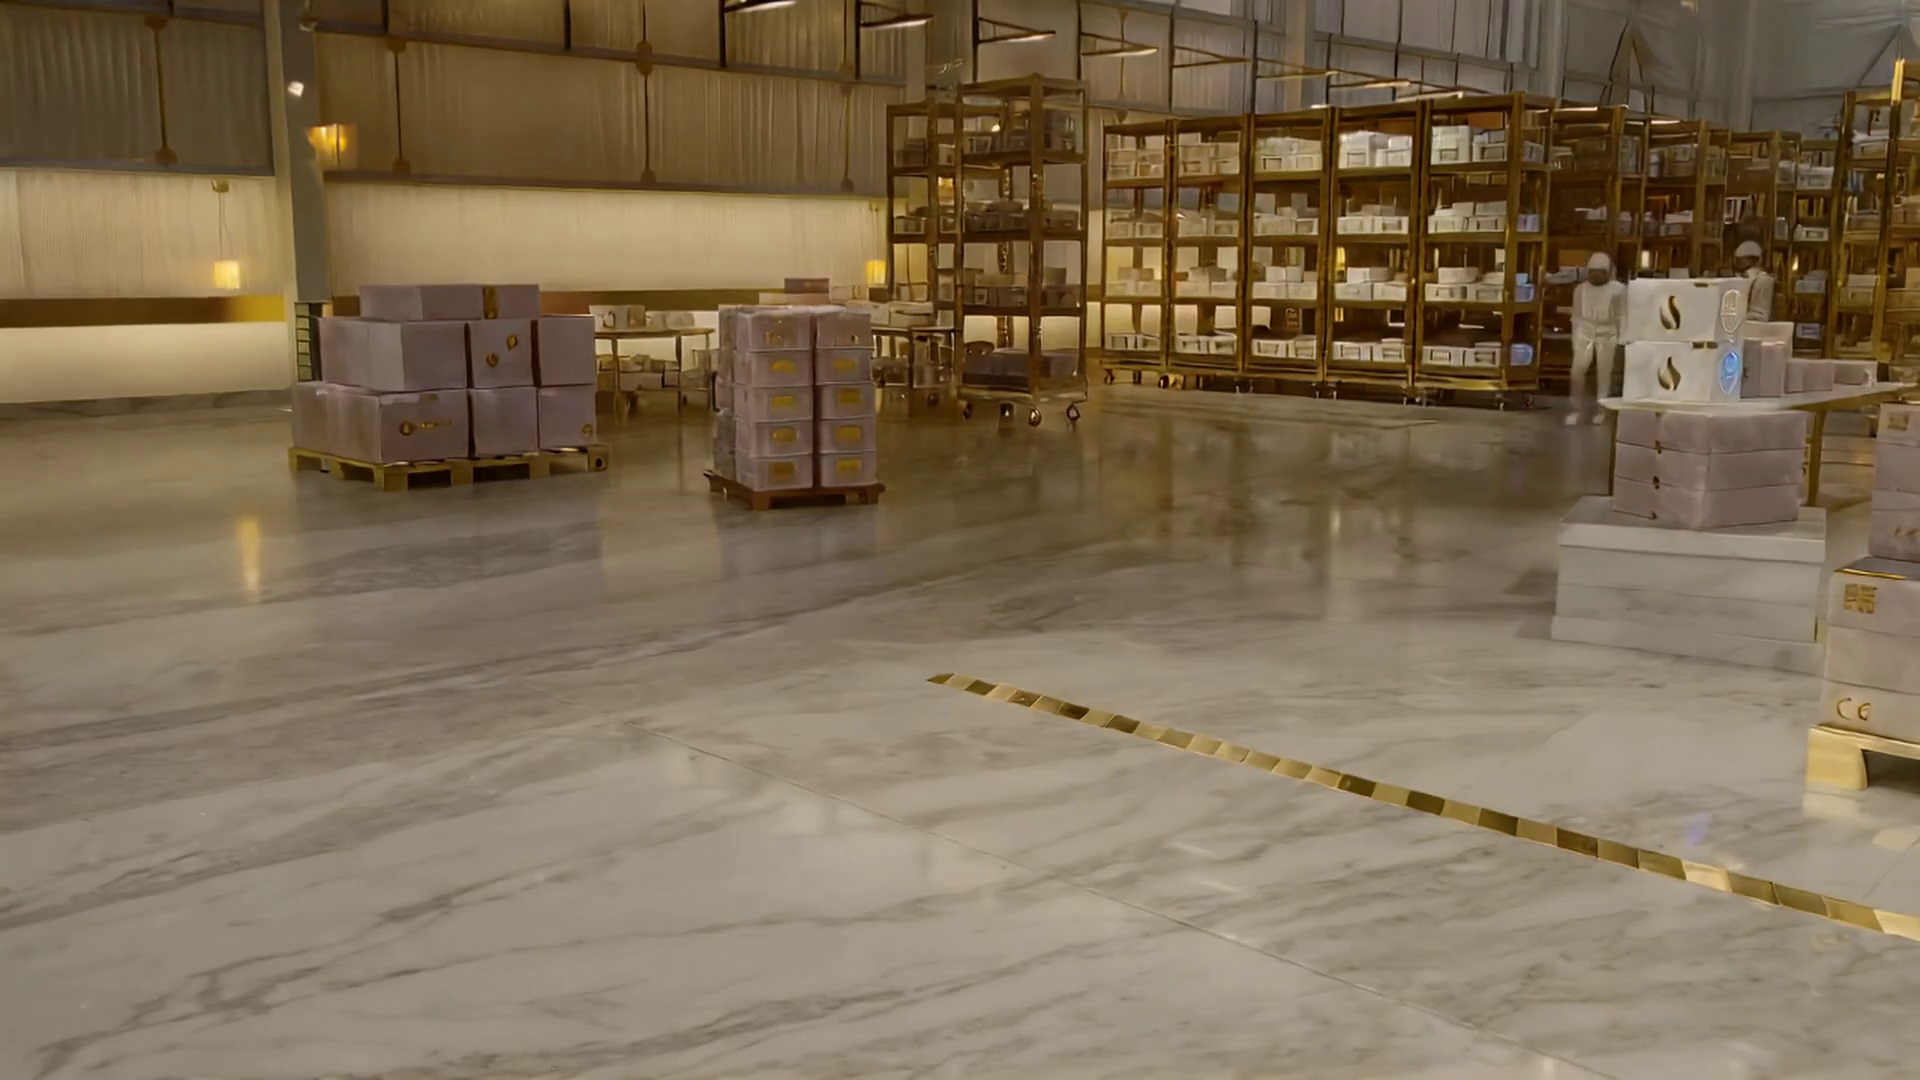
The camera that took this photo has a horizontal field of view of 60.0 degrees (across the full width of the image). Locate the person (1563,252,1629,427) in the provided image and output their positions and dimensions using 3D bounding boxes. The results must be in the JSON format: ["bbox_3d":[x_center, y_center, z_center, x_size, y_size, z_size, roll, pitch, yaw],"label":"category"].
[{"bbox_3d":[6.561,-2.054,17.179,0.608,1.805,0.724,7,12,35],"label":"person"}]

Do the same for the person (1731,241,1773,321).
[{"bbox_3d":[8.746,-2.349,18.542,0.405,1.943,0.615,-2,10,-14],"label":"person"}]
